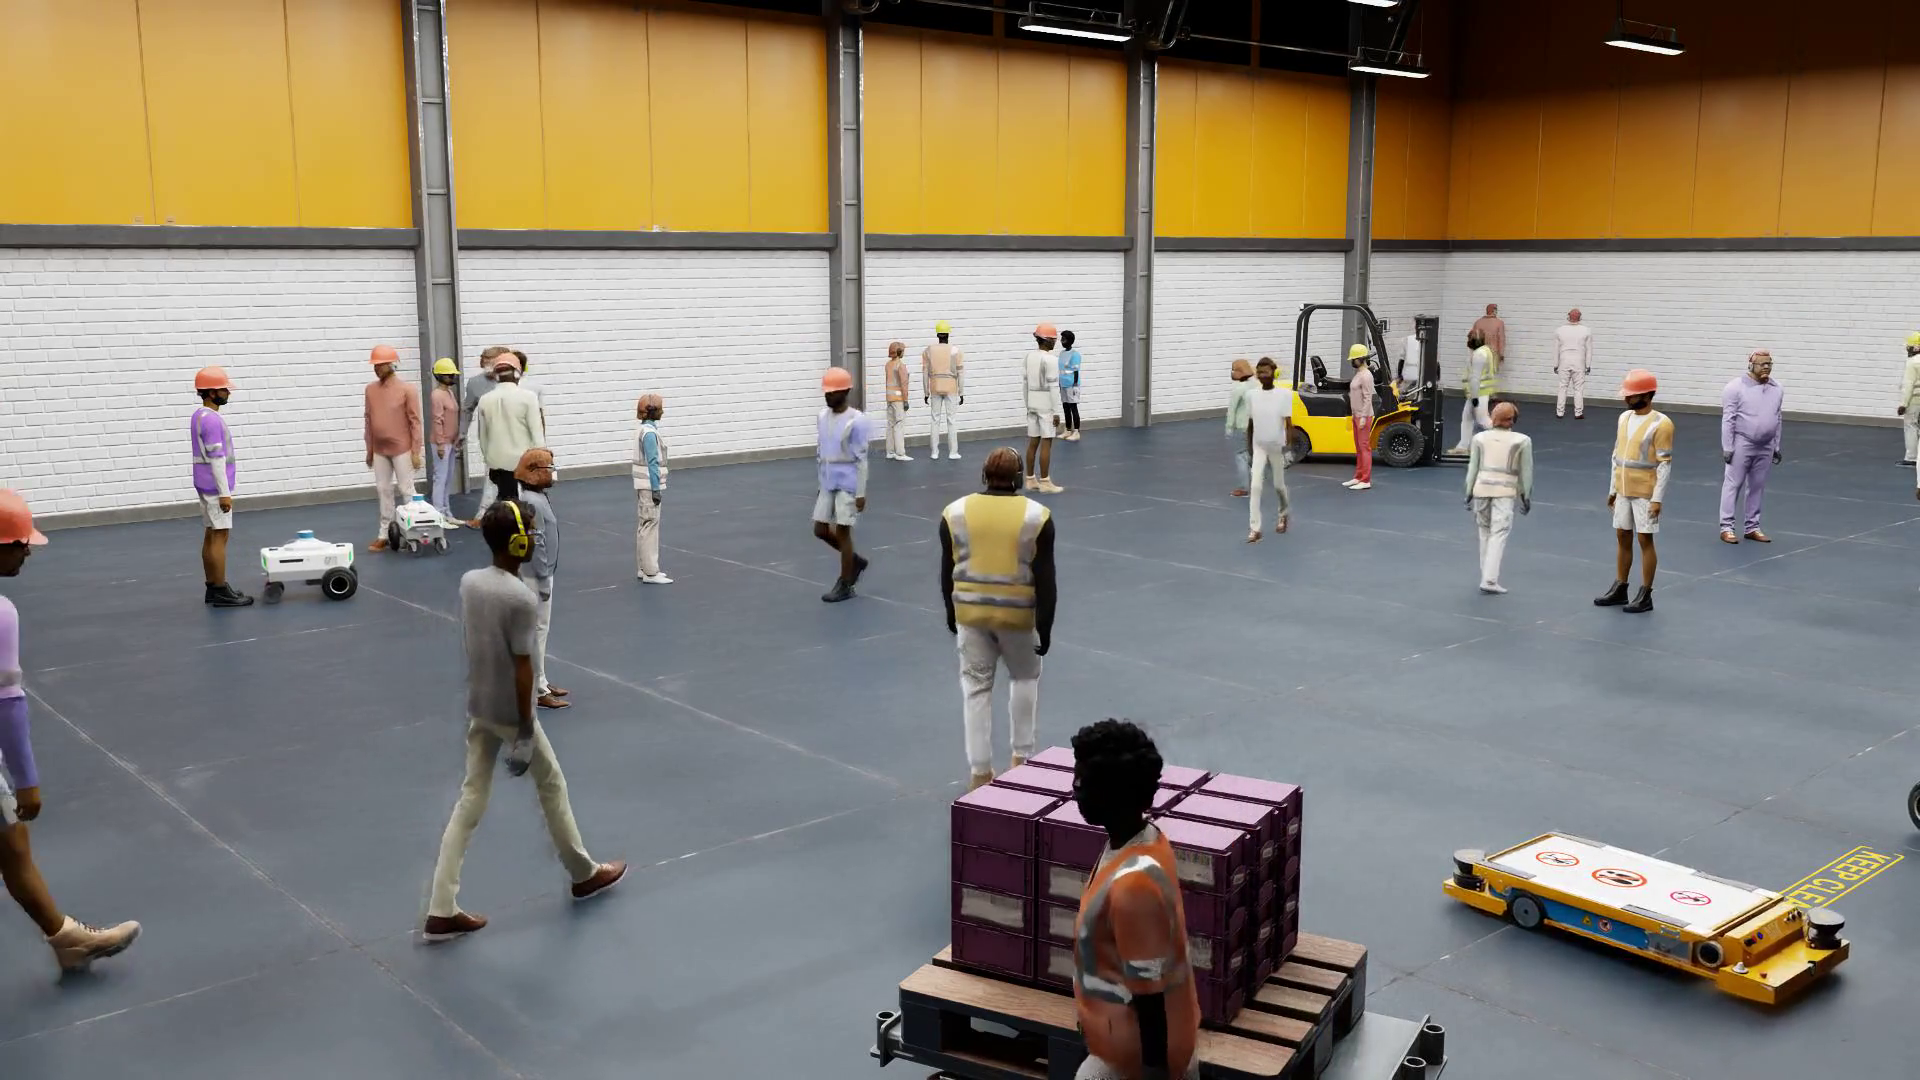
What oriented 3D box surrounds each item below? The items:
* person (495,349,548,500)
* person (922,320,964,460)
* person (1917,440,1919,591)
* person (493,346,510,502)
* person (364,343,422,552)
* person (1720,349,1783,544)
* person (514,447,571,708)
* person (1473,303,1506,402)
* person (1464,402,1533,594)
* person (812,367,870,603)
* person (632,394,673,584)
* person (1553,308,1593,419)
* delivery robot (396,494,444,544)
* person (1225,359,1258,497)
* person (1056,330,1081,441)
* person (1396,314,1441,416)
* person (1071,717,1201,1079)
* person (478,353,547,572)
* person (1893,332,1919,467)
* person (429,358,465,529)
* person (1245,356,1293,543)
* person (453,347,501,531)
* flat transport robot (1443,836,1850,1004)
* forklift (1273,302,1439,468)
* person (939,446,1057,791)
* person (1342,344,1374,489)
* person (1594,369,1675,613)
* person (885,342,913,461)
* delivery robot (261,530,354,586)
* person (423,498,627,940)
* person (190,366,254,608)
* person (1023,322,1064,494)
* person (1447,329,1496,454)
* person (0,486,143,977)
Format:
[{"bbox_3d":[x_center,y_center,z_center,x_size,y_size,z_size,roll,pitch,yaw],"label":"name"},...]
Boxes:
[{"bbox_3d":[-4.479,-1.005,16.975,0.535,1.868,0.310,-6,11,-30],"label":"person"},{"bbox_3d":[-0.227,-2.067,23.012,0.588,1.930,0.364,1,10,8],"label":"person"},{"bbox_3d":[8.230,-0.462,13.754,0.573,1.883,0.356,7,12,36],"label":"person"},{"bbox_3d":[-4.929,-1.164,17.973,0.345,1.847,0.506,-4,10,-21],"label":"person"},{"bbox_3d":[-5.418,-0.874,15.839,0.622,1.992,0.395,4,10,20],"label":"person"},{"bbox_3d":[7.791,-0.916,16.338,0.638,1.911,0.402,-2,10,-10],"label":"person"},{"bbox_3d":[-2.619,0.232,10.418,0.286,1.633,0.499,-2,10,-14],"label":"person"},{"bbox_3d":[10.225,-3.608,32.107,0.401,1.904,0.646,-9,14,-44],"label":"person"},{"bbox_3d":[4.527,-0.361,14.039,0.532,1.590,0.728,7,12,35],"label":"person"},{"bbox_3d":[-0.950,-0.457,13.574,0.557,1.923,0.509,9,13,41],"label":"person"},{"bbox_3d":[-2.666,-0.440,14.343,0.308,1.636,0.524,-3,10,-19],"label":"person"},{"bbox_3d":[10.607,-3.046,28.798,0.643,1.913,0.408,5,11,27],"label":"person"},{"bbox_3d":[-5.131,-0.193,15.783,0.477,0.478,0.707,-5,11,-26],"label":"delivery robot"},{"bbox_3d":[3.295,-1.310,19.478,0.363,1.616,0.522,9,13,42],"label":"person"},{"bbox_3d":[1.667,-2.365,25.456,0.319,1.692,0.536,-5,11,-26],"label":"person"},{"bbox_3d":[7.044,-2.480,25.401,0.650,1.931,0.837,7,12,35],"label":"person"},{"bbox_3d":[0.346,1.271,4.268,0.863,1.646,0.544,2,10,10],"label":"person"},{"bbox_3d":[-3.956,-0.687,14.871,0.686,1.950,0.498,3,10,16],"label":"person"},{"bbox_3d":[12.757,-1.855,22.149,0.656,1.808,0.471,-7,12,-34],"label":"person"},{"bbox_3d":[-5.316,-1.000,17.240,0.330,1.768,0.526,0,10,-1],"label":"person"},{"bbox_3d":[3.108,-0.923,16.586,0.520,1.841,0.891,5,11,25],"label":"person"},{"bbox_3d":[-4.841,-1.061,17.306,0.645,1.883,1.068,4,11,24],"label":"person"},{"bbox_3d":[2.811,1.513,6.902,0.652,0.197,1.431,-8,13,-39],"label":"flat transport robot"},{"bbox_3d":[5.320,-2.157,22.763,2.313,2.155,1.214,3,10,16],"label":"forklift"},{"bbox_3d":[0.209,0.408,8.861,0.636,1.818,0.633,2,10,9],"label":"person"},{"bbox_3d":[4.830,-1.489,20.132,0.331,1.759,0.522,0,10,1],"label":"person"},{"bbox_3d":[5.348,-0.388,13.181,0.374,1.929,0.542,-4,10,-22],"label":"person"},{"bbox_3d":[-0.867,-1.911,22.942,0.307,1.643,0.514,-6,11,-31],"label":"person"},{"bbox_3d":[-5.368,0.165,13.688,0.707,0.478,0.477,-4,10,-20],"label":"delivery robot"},{"bbox_3d":[-1.887,0.726,7.000,0.513,1.825,0.981,7,12,34],"label":"person"},{"bbox_3d":[-5.970,-0.429,13.395,0.361,1.939,0.543,-7,12,-35],"label":"person"},{"bbox_3d":[1.005,-1.567,19.752,0.391,2.040,0.615,-6,12,-33],"label":"person"},{"bbox_3d":[7.371,-2.059,23.371,0.886,1.810,0.637,4,11,24],"label":"person"},{"bbox_3d":[-3.651,0.797,6.101,0.654,1.977,1.080,9,13,42],"label":"person"}]
